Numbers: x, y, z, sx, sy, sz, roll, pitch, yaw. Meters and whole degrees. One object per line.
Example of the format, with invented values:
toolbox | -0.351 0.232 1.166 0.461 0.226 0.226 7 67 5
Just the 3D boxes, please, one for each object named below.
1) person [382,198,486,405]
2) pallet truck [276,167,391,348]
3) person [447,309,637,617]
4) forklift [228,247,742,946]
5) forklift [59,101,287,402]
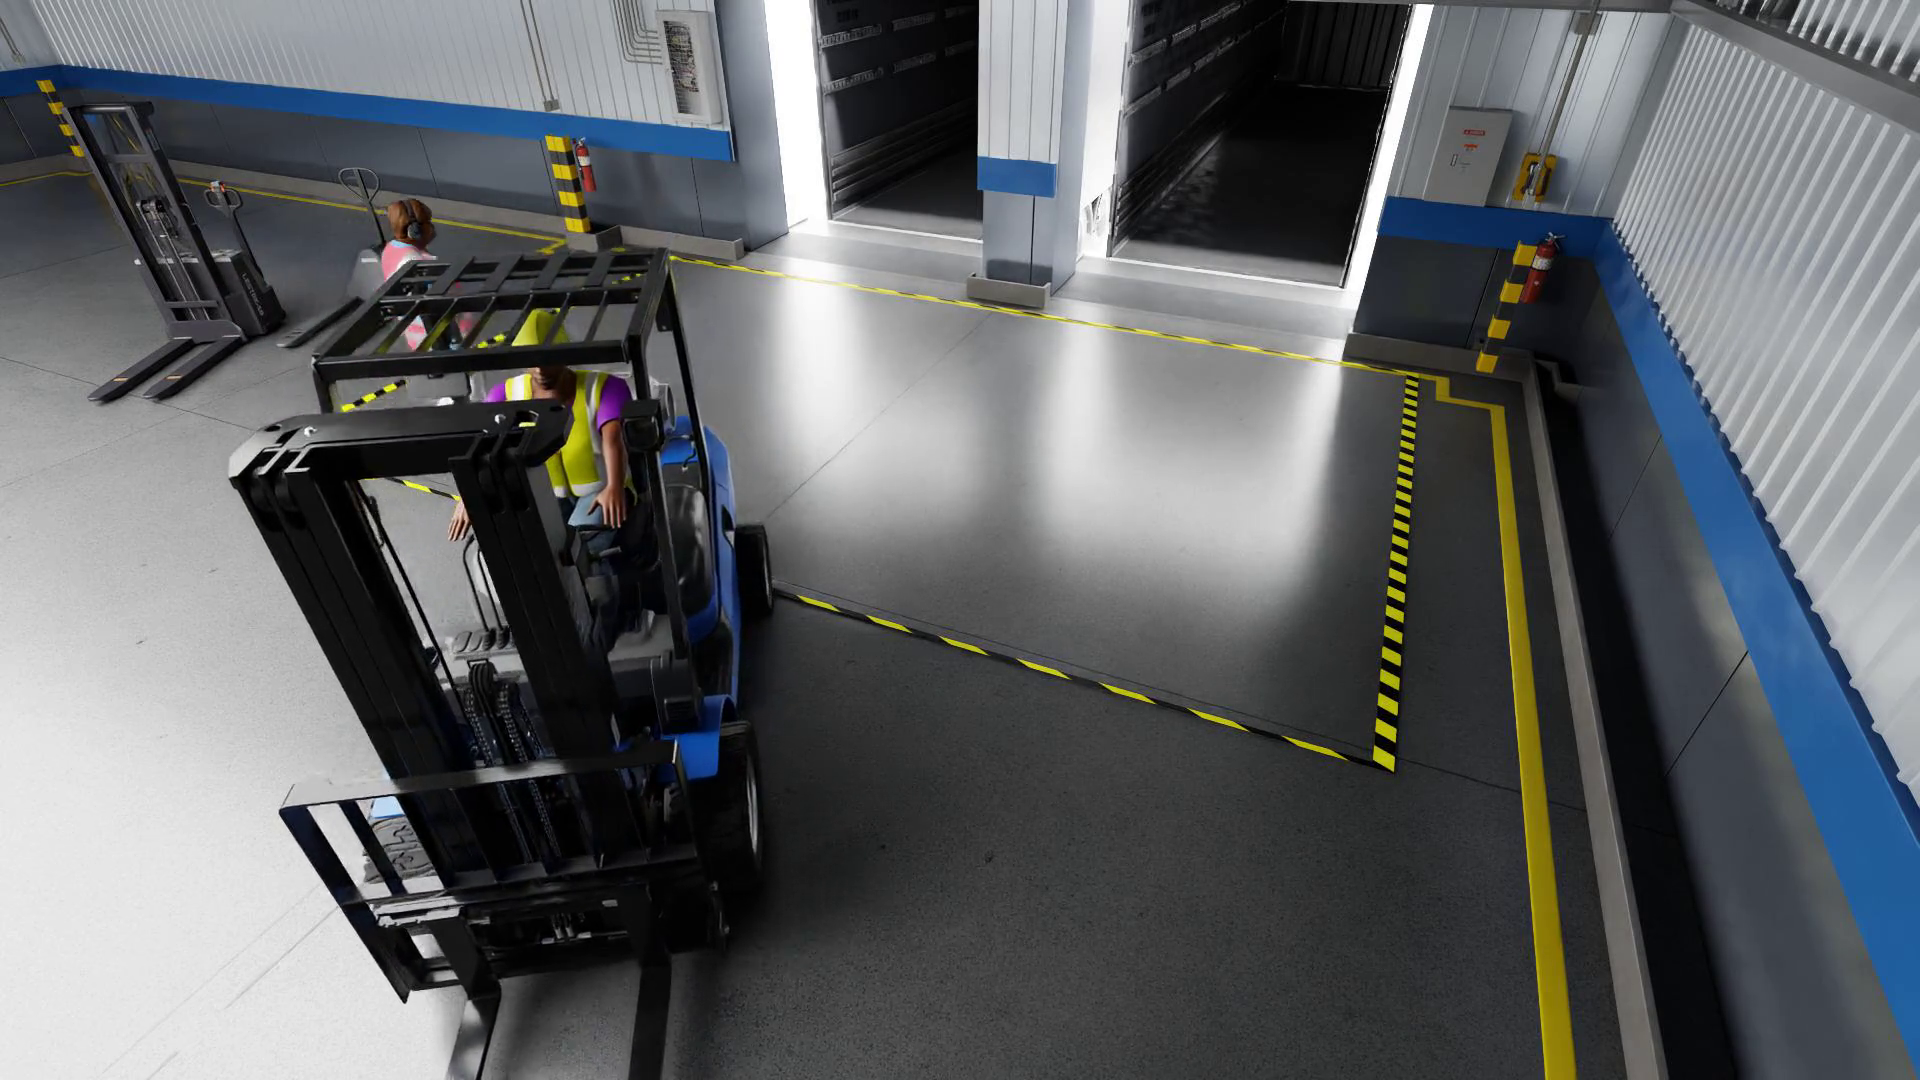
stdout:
person | -3.427 -1.271 5.992 0.590 1.824 0.634 -26 43 -32
pallet truck | -5.732 -2.611 8.414 0.680 1.201 1.601 -1 35 -1
person | -1.589 -0.143 3.587 0.635 1.294 1.004 -5 35 -7
forklift | -1.591 -0.024 3.743 1.157 2.036 2.680 -5 35 -7
forklift | -6.686 -2.387 7.434 0.823 1.965 1.885 -3 35 -5
